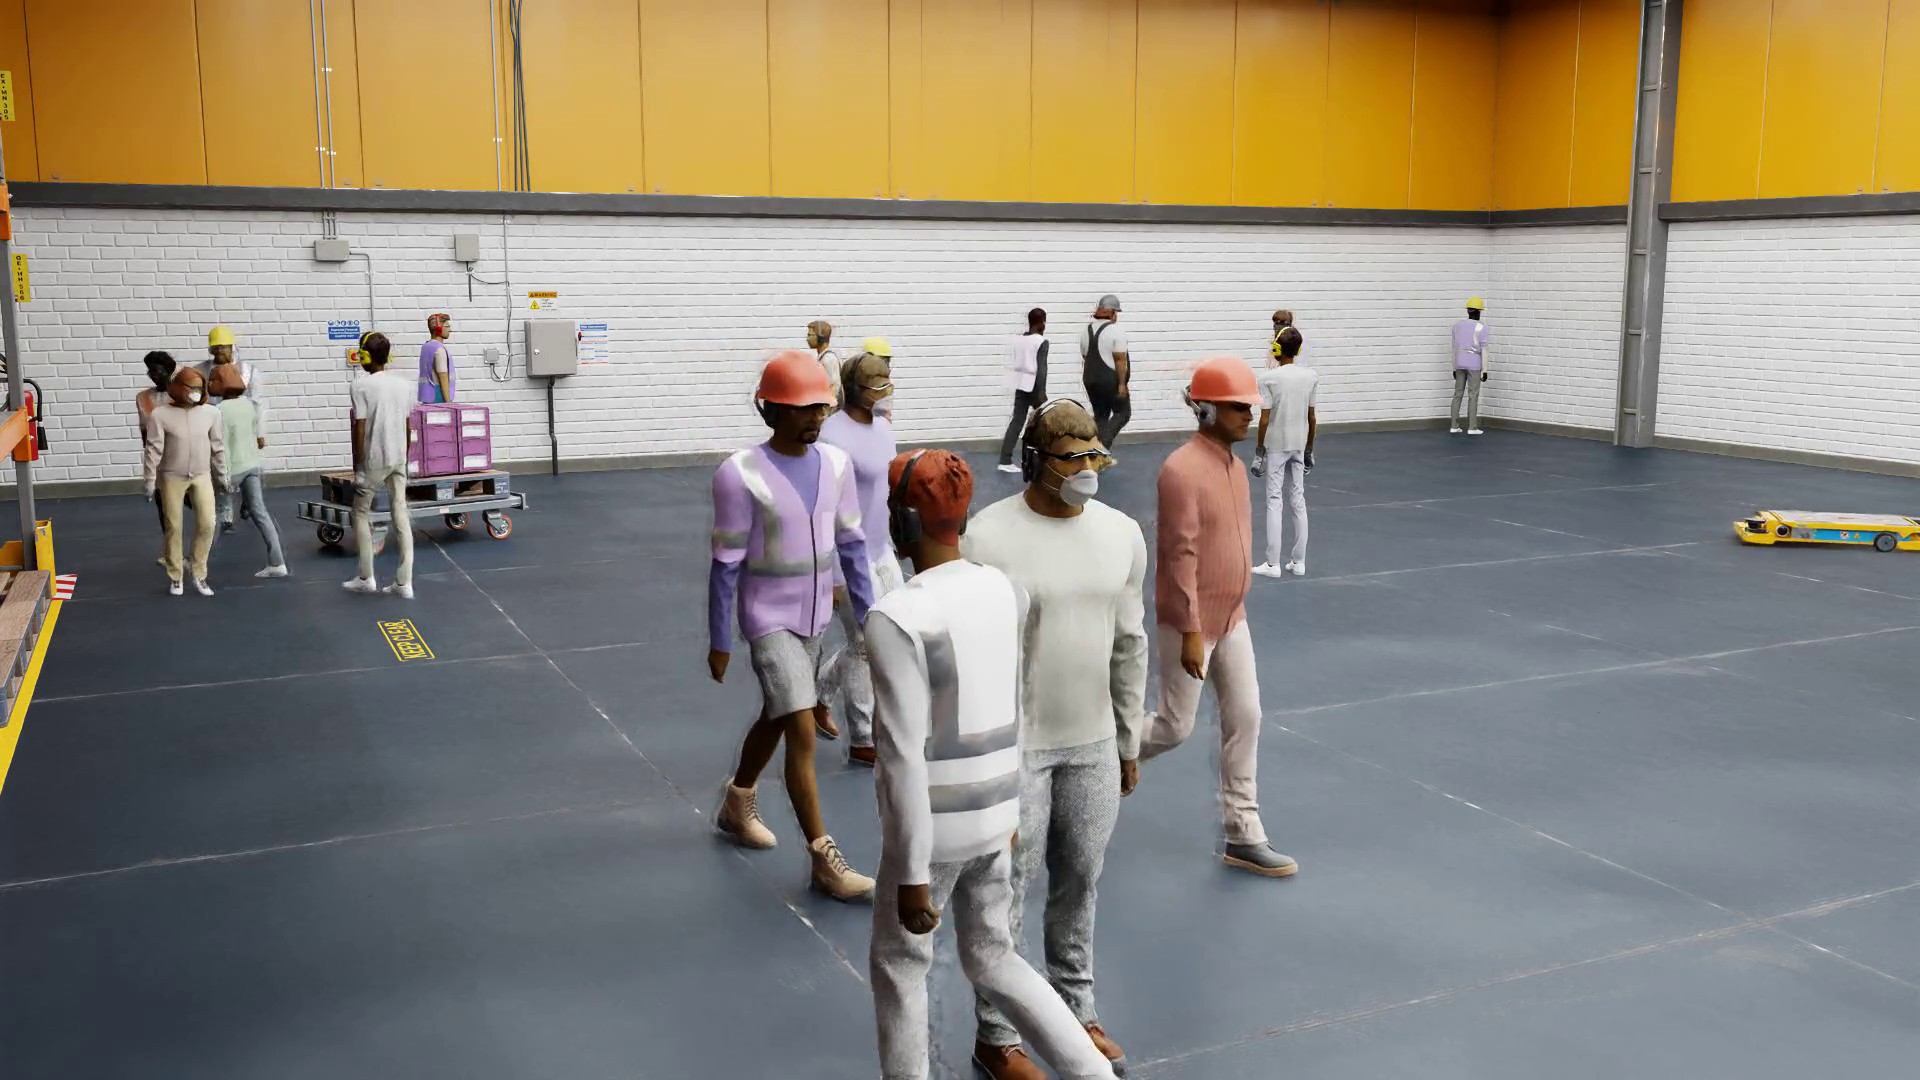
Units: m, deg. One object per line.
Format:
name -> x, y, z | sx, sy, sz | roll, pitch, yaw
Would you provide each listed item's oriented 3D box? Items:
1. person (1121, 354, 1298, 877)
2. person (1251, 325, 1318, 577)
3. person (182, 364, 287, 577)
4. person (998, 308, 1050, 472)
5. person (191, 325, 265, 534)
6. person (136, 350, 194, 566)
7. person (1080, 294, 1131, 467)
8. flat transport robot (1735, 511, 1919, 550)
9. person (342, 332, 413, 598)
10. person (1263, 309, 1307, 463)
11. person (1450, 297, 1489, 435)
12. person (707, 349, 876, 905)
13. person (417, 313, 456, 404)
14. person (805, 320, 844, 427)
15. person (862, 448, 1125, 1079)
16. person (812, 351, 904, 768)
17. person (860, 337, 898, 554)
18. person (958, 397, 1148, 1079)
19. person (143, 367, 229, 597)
person -> 0.861, 0.275, 6.333 | 0.876, 1.970, 0.627 | 7, 11, 36
person -> 2.407, -0.656, 12.372 | 0.513, 1.877, 0.328 | -4, 10, -21
person -> -5.402, -0.499, 12.286 | 0.860, 1.583, 0.512 | 2, 9, 13
person -> 0.830, -1.695, 18.900 | 1.048, 1.853, 0.604 | -7, 11, -37
person -> -6.409, -0.981, 14.586 | 0.599, 1.812, 0.710 | -3, 10, -18
person -> -6.119, -0.656, 13.020 | 0.534, 1.671, 0.634 | 1, 9, 6
person -> 1.704, -1.858, 19.313 | 0.567, 2.000, 0.698 | -8, 12, -40
flat transport robot -> 7.267, -0.089, 13.812 | 1.431, 0.197, 0.652 | 3, 10, 17
person -> -4.101, -0.523, 11.615 | 0.741, 1.844, 0.565 | 6, 11, 35
person -> 3.838, -1.809, 19.684 | 0.463, 1.833, 0.641 | -4, 10, -24
person -> 7.138, -2.431, 23.260 | 0.401, 1.918, 0.580 | -8, 12, -40
person -> -0.661, 0.283, 6.219 | 1.017, 1.998, 0.615 | 8, 12, 40
person -> -5.337, -1.393, 17.029 | 0.388, 1.846, 0.565 | -6, 11, -33
person -> -1.385, -1.136, 15.527 | 0.826, 1.812, 0.531 | -1, 9, -6
person -> 0.061, 0.707, 4.020 | 0.792, 1.858, 0.586 | 7, 12, 38
person -> -0.508, 0.098, 7.557 | 0.544, 1.917, 0.643 | 3, 10, 20
person -> -0.635, -0.732, 13.206 | 0.557, 1.743, 0.560 | -6, 11, -34
person -> 0.248, 0.568, 4.621 | 0.622, 1.932, 0.368 | -5, 10, -27
person -> -5.381, -0.397, 11.572 | 0.600, 1.599, 0.596 | -9, 13, -43
